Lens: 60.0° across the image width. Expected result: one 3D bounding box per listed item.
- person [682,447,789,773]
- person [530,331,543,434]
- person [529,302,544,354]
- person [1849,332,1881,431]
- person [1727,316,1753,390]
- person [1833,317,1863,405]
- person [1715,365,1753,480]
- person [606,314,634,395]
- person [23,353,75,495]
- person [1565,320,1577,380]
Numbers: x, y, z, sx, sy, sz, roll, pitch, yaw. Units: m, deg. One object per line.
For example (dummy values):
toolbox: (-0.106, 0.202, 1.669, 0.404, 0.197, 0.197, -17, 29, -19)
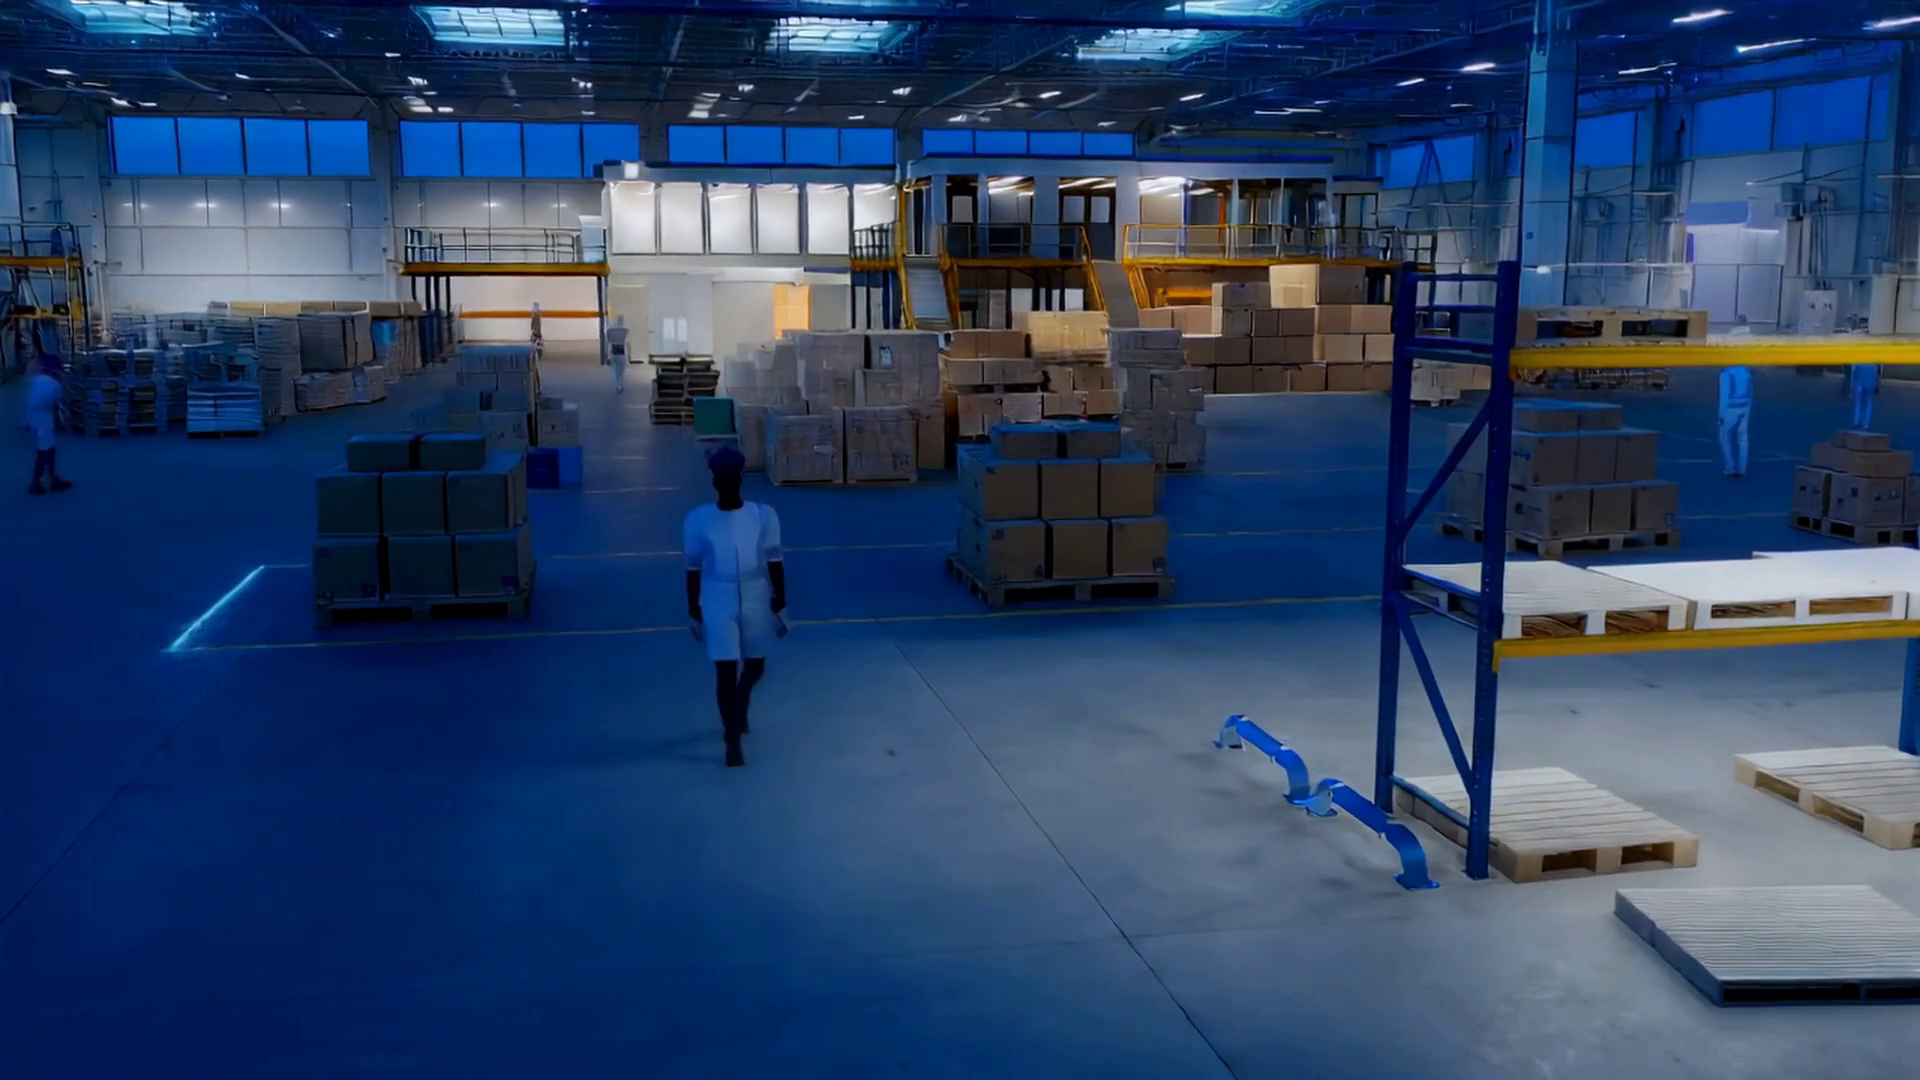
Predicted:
person: (-1.386, 0.376, 10.200, 0.612, 1.940, 0.871, -3, 10, -17)
person: (-7.632, -2.825, 29.966, 0.330, 1.861, 0.503, -5, 11, -29)
person: (-14.672, -7.337, 57.645, 0.521, 1.810, 0.900, -3, 10, -16)
person: (16.508, -2.870, 30.340, 0.536, 1.832, 0.951, 7, 12, 36)
person: (18.936, -4.500, 40.270, 0.766, 1.814, 0.657, -8, 12, -39)
person: (19.609, -3.963, 36.679, 0.607, 1.927, 0.814, -3, 10, -18)
person: (10.971, -1.765, 23.539, 0.582, 1.853, 0.490, -3, 10, -18)
person: (-8.045, -4.385, 39.447, 0.620, 1.859, 0.854, 1, 9, 8)
person: (-12.073, -1.539, 22.069, 0.635, 1.873, 0.700, 7, 11, 35)
person: (15.939, -5.168, 43.890, 0.817, 1.963, 0.656, -2, 9, -11)
